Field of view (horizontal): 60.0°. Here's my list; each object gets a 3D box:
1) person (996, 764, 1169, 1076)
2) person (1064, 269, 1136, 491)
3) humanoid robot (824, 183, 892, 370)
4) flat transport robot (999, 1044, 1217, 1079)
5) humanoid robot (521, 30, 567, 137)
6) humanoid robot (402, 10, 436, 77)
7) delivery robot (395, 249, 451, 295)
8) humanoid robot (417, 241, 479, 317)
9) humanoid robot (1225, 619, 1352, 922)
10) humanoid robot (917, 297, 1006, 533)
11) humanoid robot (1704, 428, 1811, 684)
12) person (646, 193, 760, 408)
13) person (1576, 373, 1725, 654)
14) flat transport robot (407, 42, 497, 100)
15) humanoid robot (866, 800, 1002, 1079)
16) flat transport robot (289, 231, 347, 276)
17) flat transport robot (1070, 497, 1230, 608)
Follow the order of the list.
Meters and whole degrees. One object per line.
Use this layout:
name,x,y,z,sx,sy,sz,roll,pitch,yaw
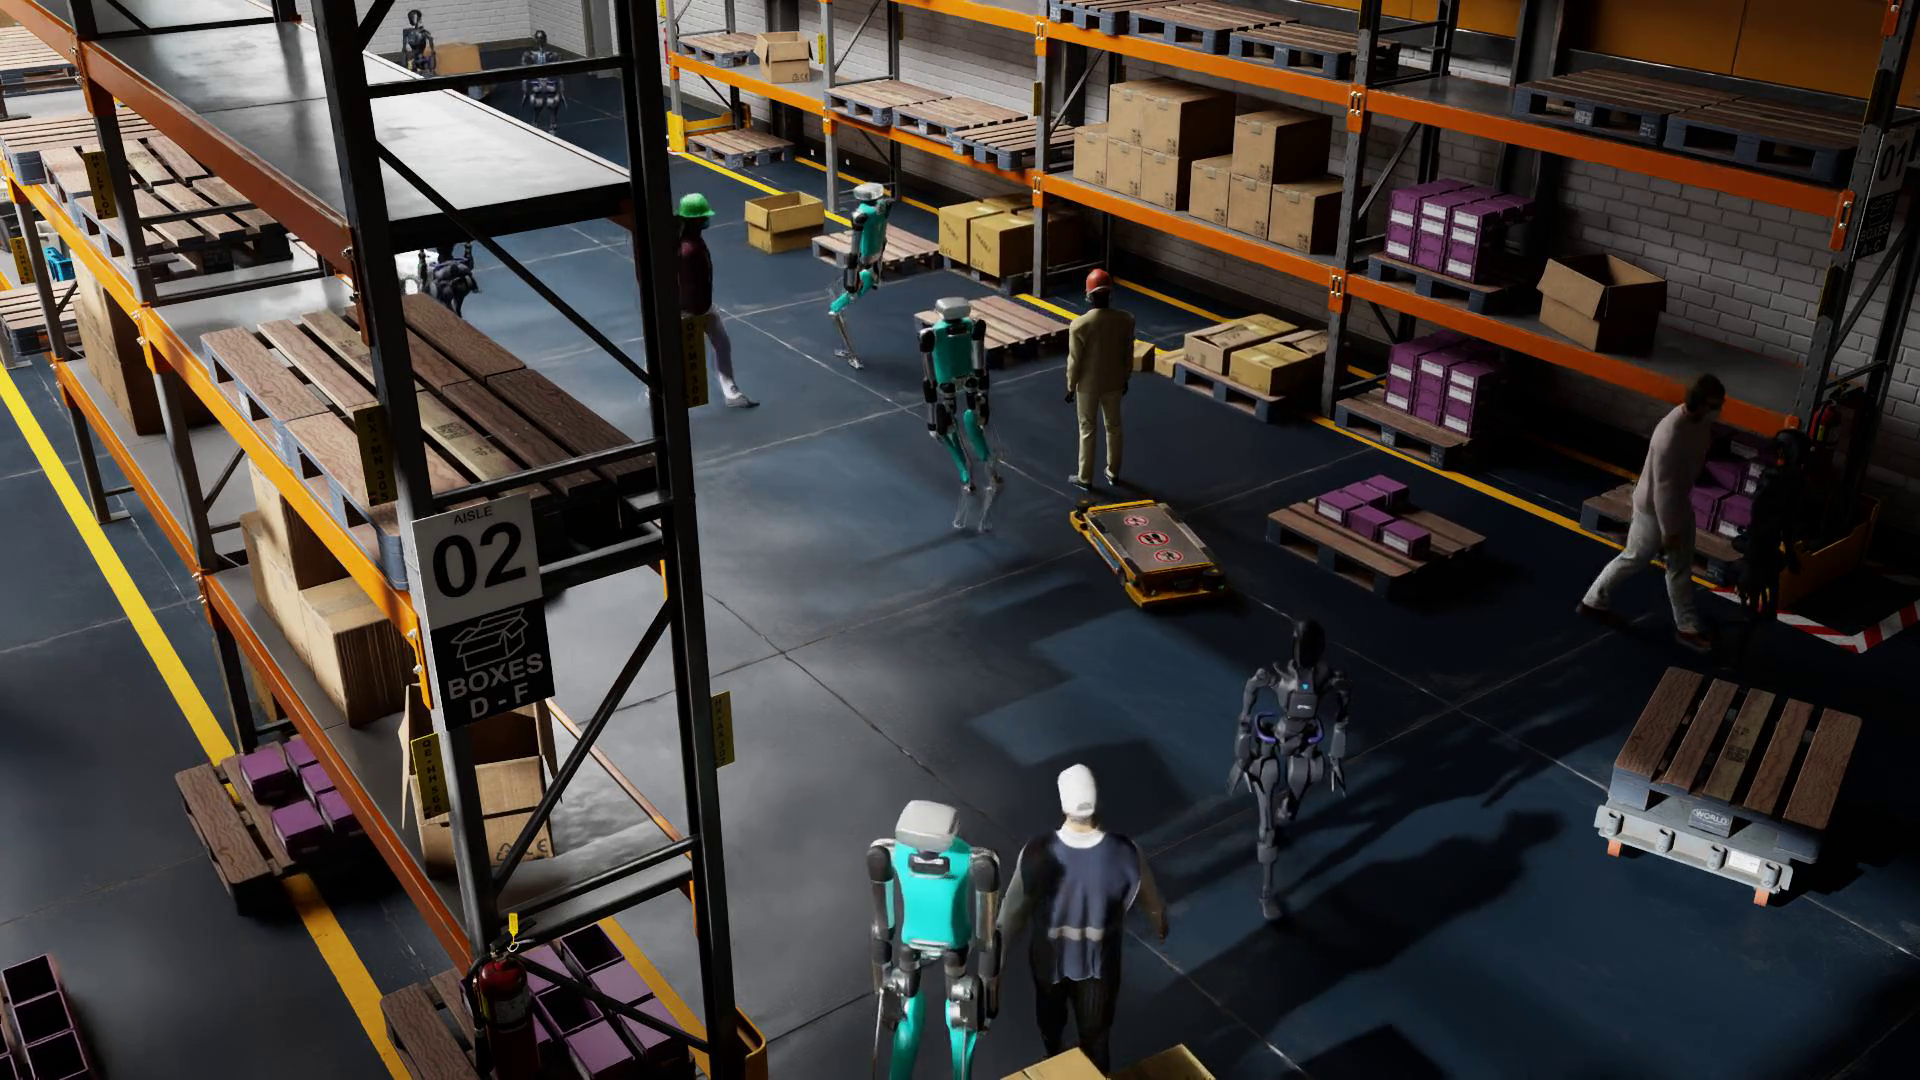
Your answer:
person,0.505,1.658,7.065,0.764,1.721,0.858,2,27,3
person,1.058,-1.228,12.786,0.562,1.741,0.336,-10,28,-20
humanoid robot,-1.038,-2.387,15.129,0.858,1.800,0.584,14,30,25
flat transport robot,0.778,2.848,6.322,1.431,0.231,0.659,-14,30,-26
humanoid robot,-5.596,-5.973,22.300,0.607,1.637,0.409,-10,28,-19
humanoid robot,-7.730,-6.712,23.761,0.601,1.650,0.418,10,28,20
delivery robot,-5.691,-2.835,17.298,0.780,0.586,0.499,15,31,28
humanoid robot,-4.738,-2.418,15.278,0.775,1.627,0.611,22,34,37
humanoid robot,1.645,1.062,8.384,0.601,1.627,0.802,0,27,-1
humanoid robot,0.071,-0.808,11.996,0.550,1.813,0.697,-15,30,-27
humanoid robot,4.911,0.067,10.289,0.602,1.636,0.492,-18,32,-32
person,-2.277,-2.006,14.151,0.954,1.914,0.501,2,27,4
person,4.500,-0.210,10.603,0.943,1.886,0.656,22,34,37
flat transport robot,-7.740,-6.710,25.333,0.659,0.231,1.431,0,27,1
humanoid robot,-0.139,1.953,6.542,0.557,1.843,0.728,5,27,10
flat transport robot,-7.102,-3.065,18.083,1.431,0.231,0.659,16,31,29
flat transport robot,1.335,0.053,11.882,0.659,0.231,1.431,-8,28,-15
